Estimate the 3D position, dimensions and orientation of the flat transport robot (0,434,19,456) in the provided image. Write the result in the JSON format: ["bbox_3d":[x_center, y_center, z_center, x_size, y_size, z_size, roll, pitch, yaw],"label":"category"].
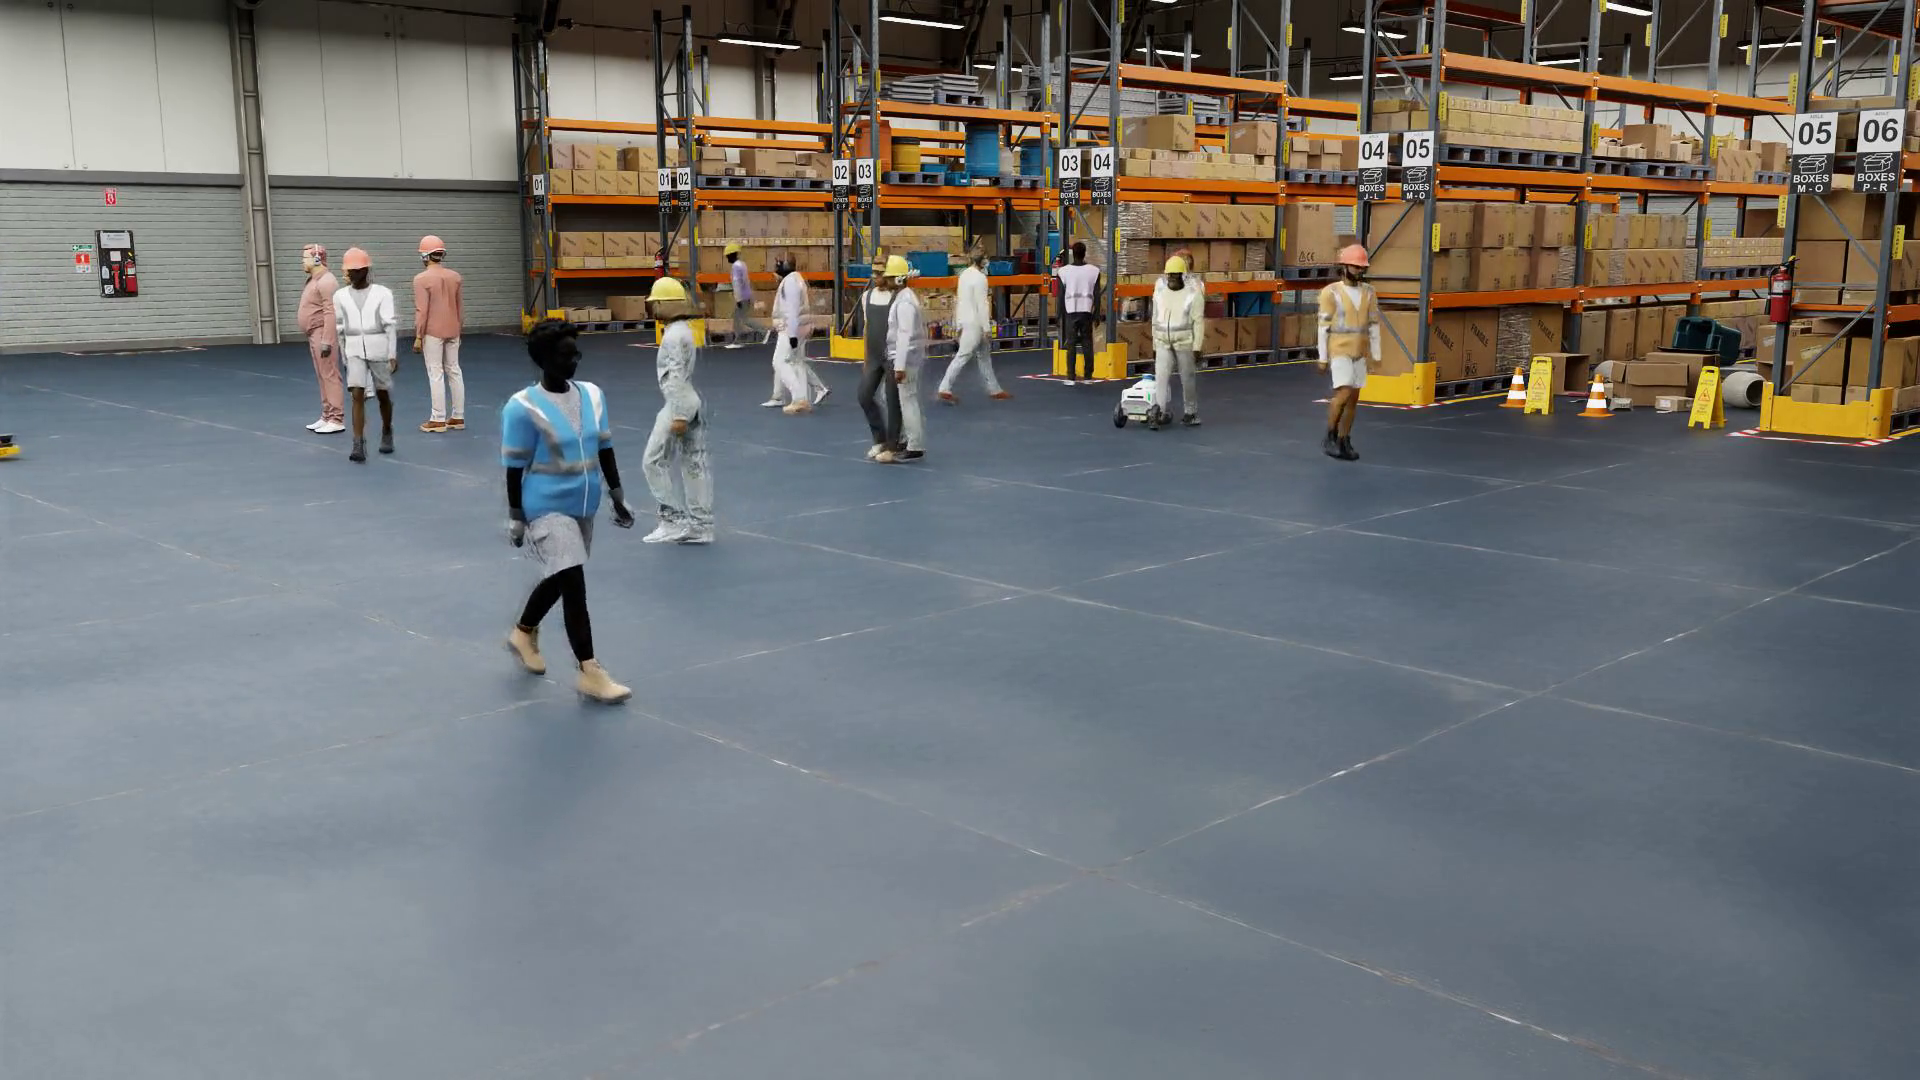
[{"bbox_3d":[-9.343,-0.841,14.959,1.431,0.197,0.652,1,11,8],"label":"flat transport robot"}]

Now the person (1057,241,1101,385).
[{"bbox_3d":[1.601,-3.045,22.365,0.596,1.916,0.373,-1,10,-6],"label":"person"}]

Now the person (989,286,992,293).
[{"bbox_3d":[0.905,-5.879,38.047,0.902,1.828,0.568,-9,14,-40],"label":"person"}]

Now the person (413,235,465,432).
[{"bbox_3d":[-5.371,-2.121,17.114,0.378,1.996,0.611,6,12,30],"label":"person"}]

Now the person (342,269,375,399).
[{"bbox_3d":[-7.450,-2.576,20.599,0.318,1.630,0.512,-5,12,-25],"label":"person"}]

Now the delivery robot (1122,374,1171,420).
[{"bbox_3d":[1.976,-1.514,17.597,0.477,0.478,0.707,5,11,25],"label":"delivery robot"}]

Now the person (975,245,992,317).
[{"bbox_3d":[0.392,-6.090,39.366,0.955,1.773,0.600,-10,14,-44],"label":"person"}]

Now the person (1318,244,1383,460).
[{"bbox_3d":[3.486,-1.669,14.874,0.554,1.921,0.448,-4,11,-22],"label":"person"}]

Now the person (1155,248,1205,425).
[{"bbox_3d":[2.351,-2.193,17.882,0.583,1.879,0.578,-2,11,-11],"label":"person"}]

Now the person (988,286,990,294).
[{"bbox_3d":[0.745,-6.070,38.701,0.524,1.971,0.648,-10,14,-43],"label":"person"}]

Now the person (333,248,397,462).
[{"bbox_3d":[-5.371,-1.694,15.095,0.566,1.896,0.983,-1,10,-8],"label":"person"}]

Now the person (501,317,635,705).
[{"bbox_3d":[-1.794,-0.155,7.319,0.853,1.661,0.541,6,12,32],"label":"person"}]

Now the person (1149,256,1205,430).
[{"bbox_3d":[2.269,-2.060,17.362,0.609,1.789,0.921,5,12,27],"label":"person"}]

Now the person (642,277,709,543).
[{"bbox_3d":[-1.896,-0.830,10.786,0.549,1.723,0.515,0,10,-1],"label":"person"}]

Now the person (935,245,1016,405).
[{"bbox_3d":[0.151,-2.563,19.849,1.052,1.889,0.633,-3,11,-17],"label":"person"}]

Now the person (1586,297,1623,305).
[{"bbox_3d":[11.249,-4.249,29.059,0.470,1.866,0.616,-10,15,-44],"label":"person"}]

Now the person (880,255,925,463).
[{"bbox_3d":[-0.516,-1.597,14.723,0.457,1.821,0.641,-1,10,-6],"label":"person"}]

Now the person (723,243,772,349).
[{"bbox_3d":[-3.798,-4.334,29.537,0.787,1.882,0.597,0,10,-2],"label":"person"}]

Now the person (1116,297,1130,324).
[{"bbox_3d":[3.682,-5.742,37.906,0.502,1.618,0.494,10,14,44],"label":"person"}]

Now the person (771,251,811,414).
[{"bbox_3d":[-1.900,-2.326,18.710,0.438,1.831,0.637,0,10,2],"label":"person"}]

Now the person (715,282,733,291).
[{"bbox_3d":[-4.572,-4.885,33.047,0.552,1.662,0.740,9,14,41],"label":"person"}]

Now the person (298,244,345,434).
[{"bbox_3d":[-6.531,-2.052,16.981,0.406,1.911,0.637,-6,12,-30],"label":"person"}]

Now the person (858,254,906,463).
[{"bbox_3d":[-0.685,-1.589,14.663,0.540,1.830,0.441,6,12,30],"label":"person"}]

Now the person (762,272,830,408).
[{"bbox_3d":[-1.931,-2.378,19.586,0.786,1.604,0.540,-3,11,-13],"label":"person"}]
